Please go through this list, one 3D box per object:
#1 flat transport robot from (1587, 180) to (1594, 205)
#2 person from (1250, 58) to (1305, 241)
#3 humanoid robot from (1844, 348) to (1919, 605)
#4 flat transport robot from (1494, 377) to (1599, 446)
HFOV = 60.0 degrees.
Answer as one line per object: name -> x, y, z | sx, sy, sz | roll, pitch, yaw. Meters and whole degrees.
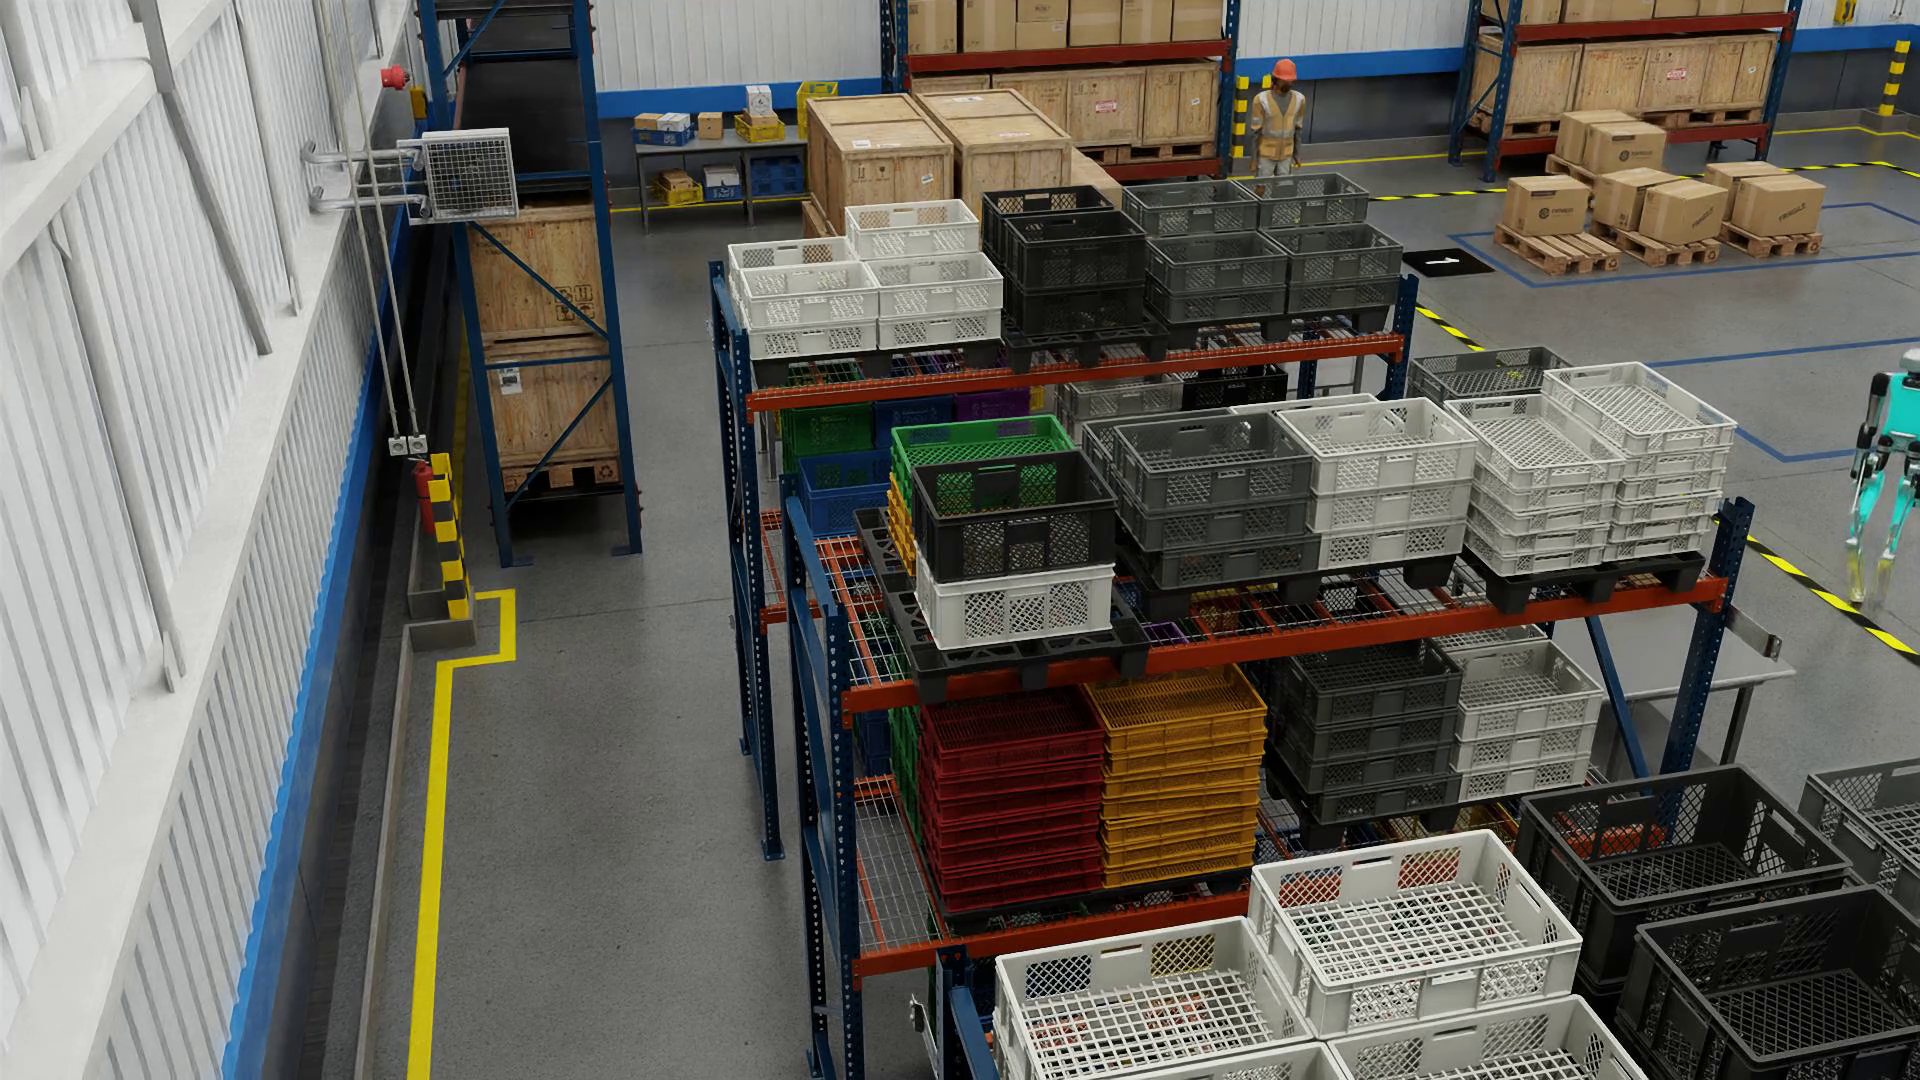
flat transport robot -> 7.735, -4.205, 19.994 | 1.431, 0.197, 0.652 | -6, 28, -12
person -> 3.448, -4.218, 18.146 | 0.604, 2.046, 0.373 | -6, 28, -11
humanoid robot -> 6.198, -0.304, 11.152 | 0.550, 1.864, 0.802 | 18, 33, 31
flat transport robot -> 4.780, -1.036, 14.013 | 0.659, 0.231, 1.431 | -6, 28, -12
